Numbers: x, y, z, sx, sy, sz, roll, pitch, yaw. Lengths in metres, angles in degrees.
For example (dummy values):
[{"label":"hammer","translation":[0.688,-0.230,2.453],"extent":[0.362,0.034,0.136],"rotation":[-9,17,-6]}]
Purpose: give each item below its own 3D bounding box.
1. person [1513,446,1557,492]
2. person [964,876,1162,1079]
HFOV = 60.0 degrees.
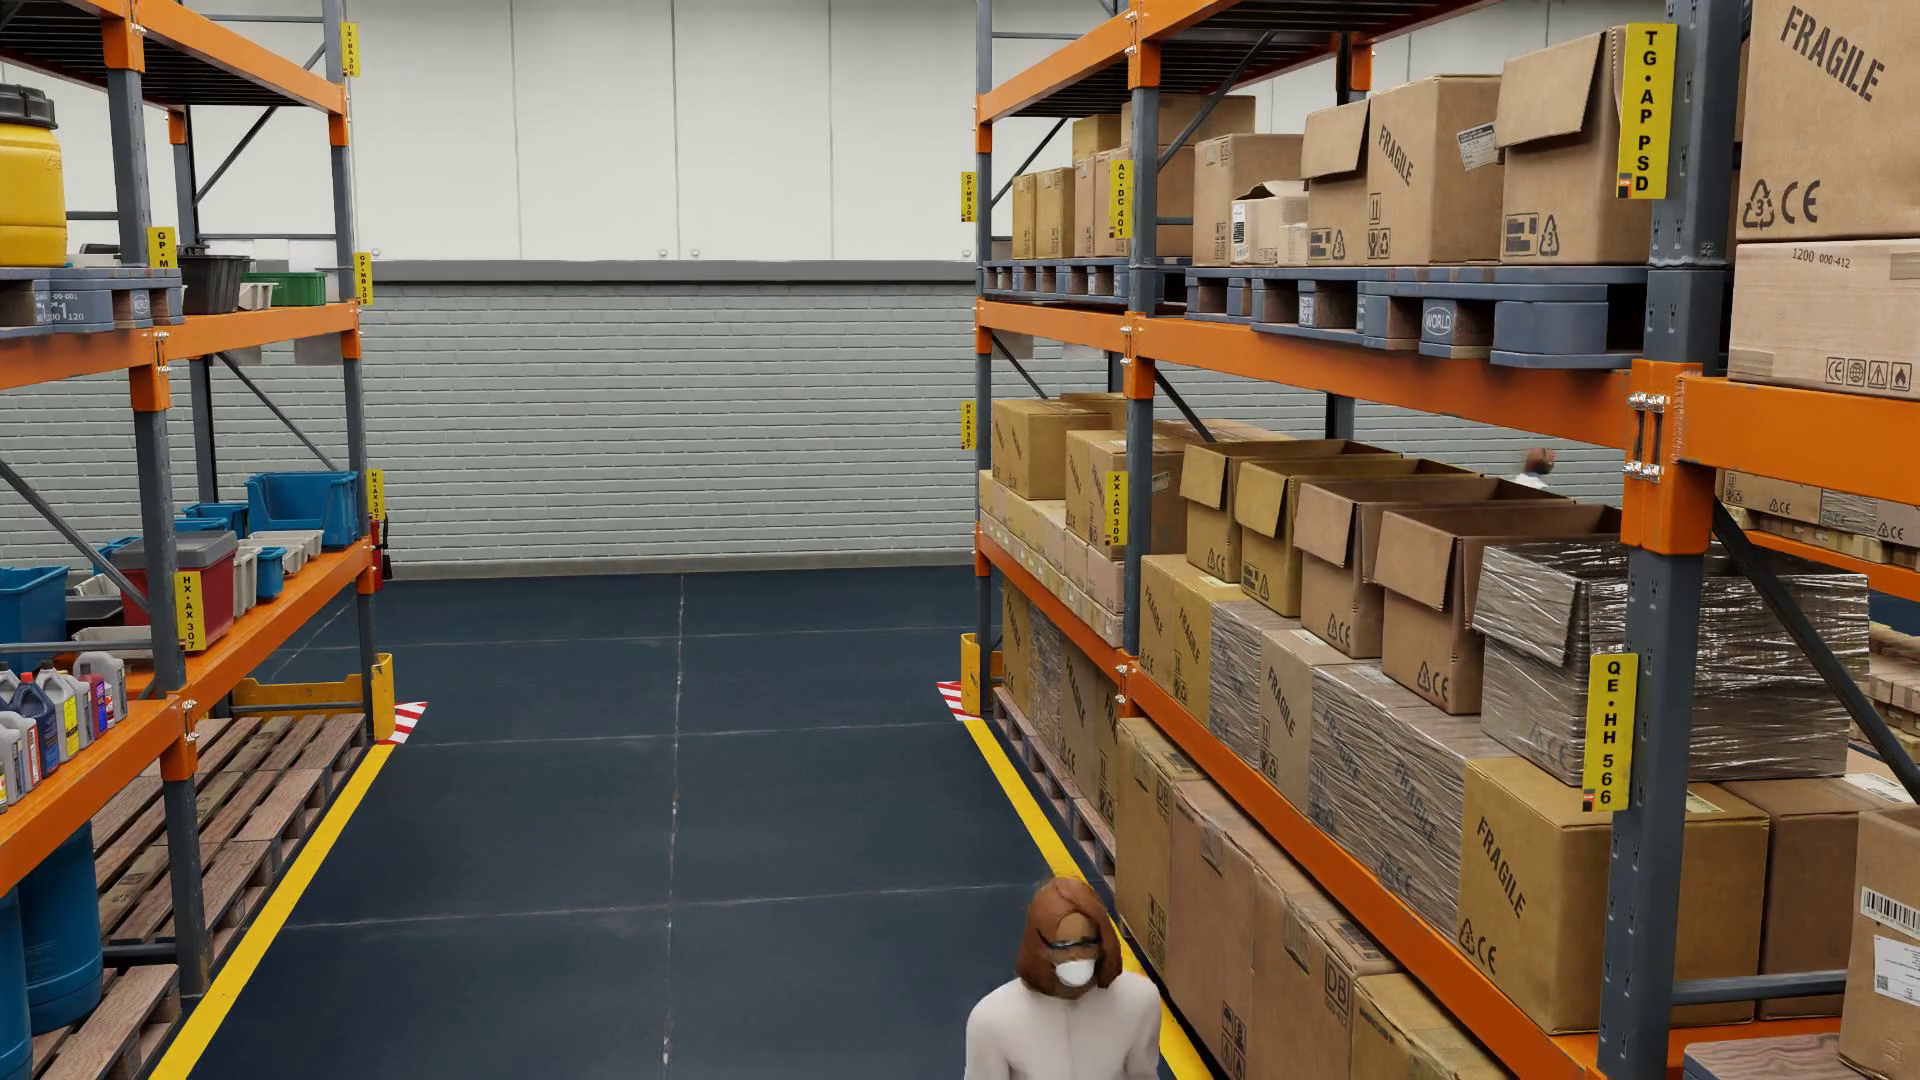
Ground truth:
[{"label":"person","translation":[4.730,0.027,13.729],"extent":[0.729,1.599,0.540],"rotation":[-1,9,-4]},{"label":"person","translation":[0.264,1.595,3.969],"extent":[0.518,1.616,0.512],"rotation":[-2,9,-13]}]
